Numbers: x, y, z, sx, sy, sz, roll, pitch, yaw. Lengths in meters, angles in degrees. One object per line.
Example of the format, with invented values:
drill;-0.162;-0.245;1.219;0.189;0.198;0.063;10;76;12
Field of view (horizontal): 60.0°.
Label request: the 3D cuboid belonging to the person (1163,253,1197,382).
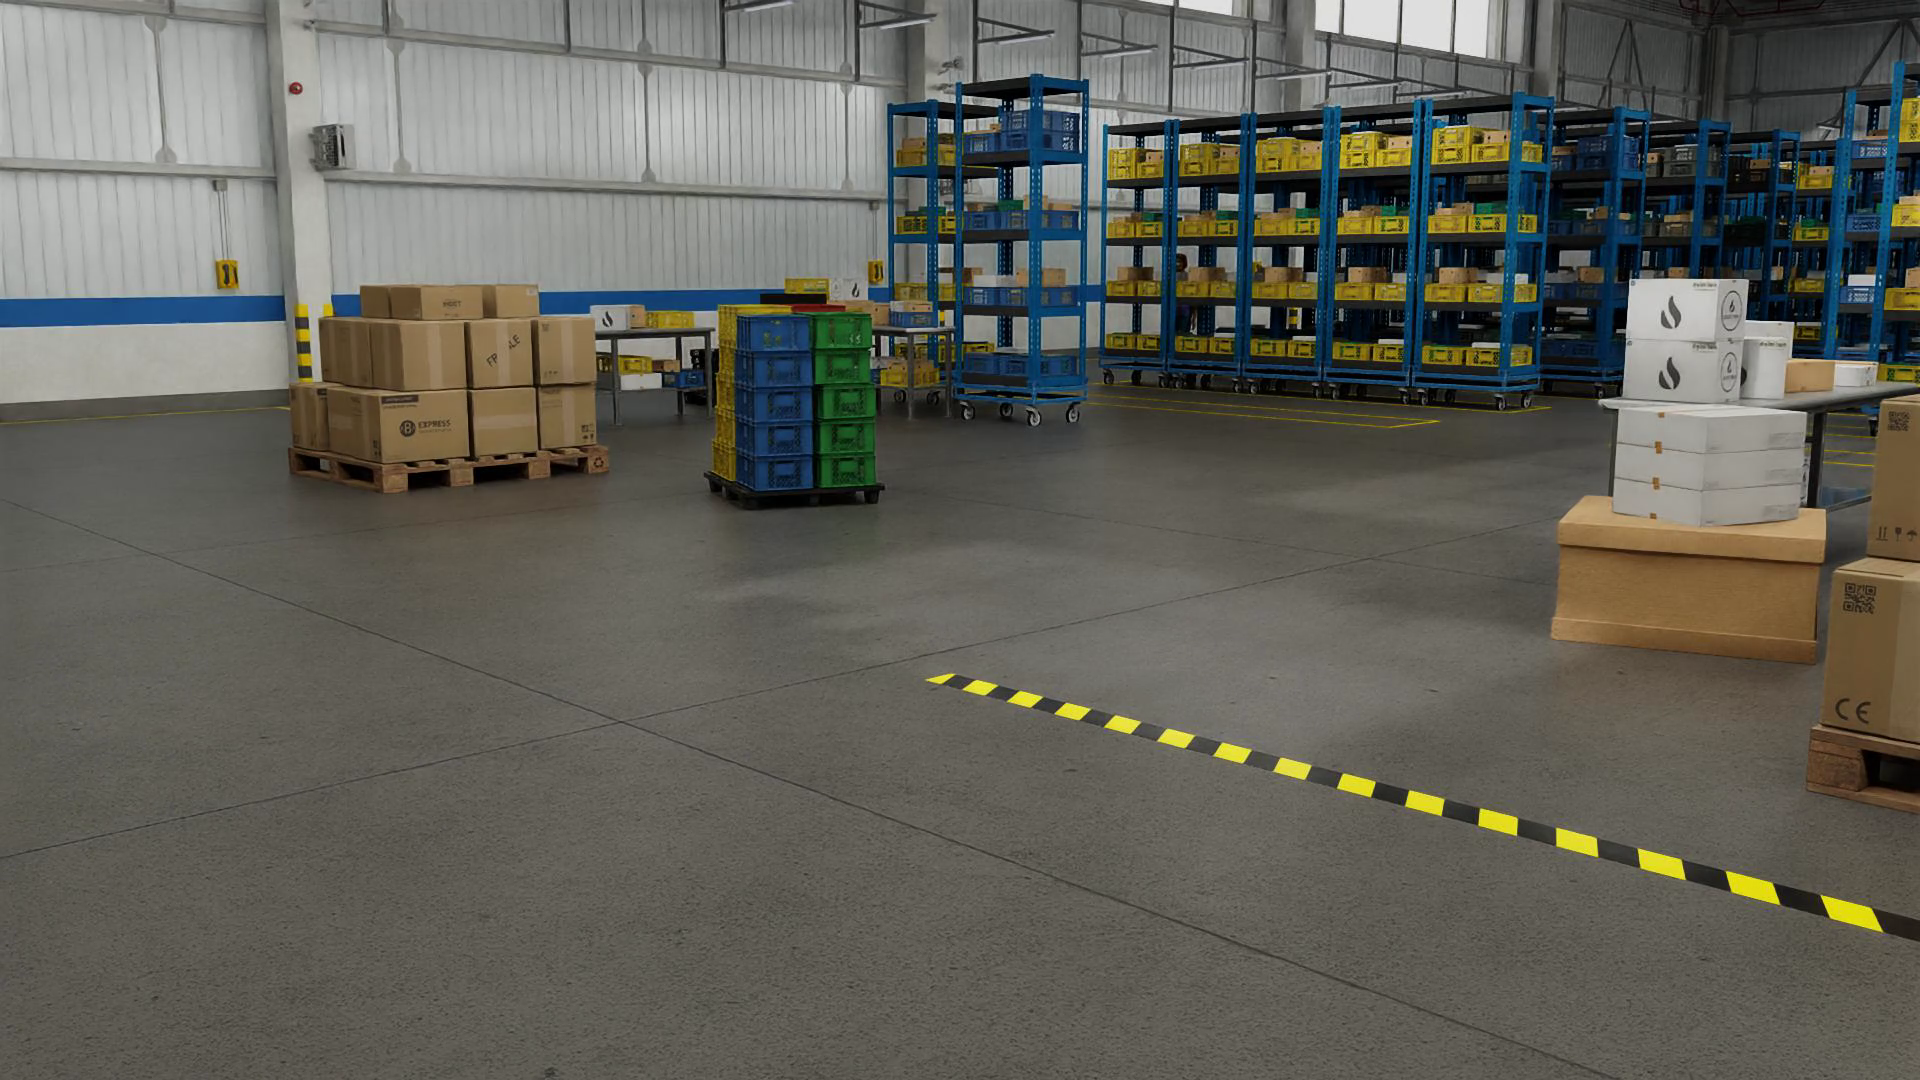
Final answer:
person;3.181;-3.212;24.028;0.563;1.848;0.391;7;12;36
